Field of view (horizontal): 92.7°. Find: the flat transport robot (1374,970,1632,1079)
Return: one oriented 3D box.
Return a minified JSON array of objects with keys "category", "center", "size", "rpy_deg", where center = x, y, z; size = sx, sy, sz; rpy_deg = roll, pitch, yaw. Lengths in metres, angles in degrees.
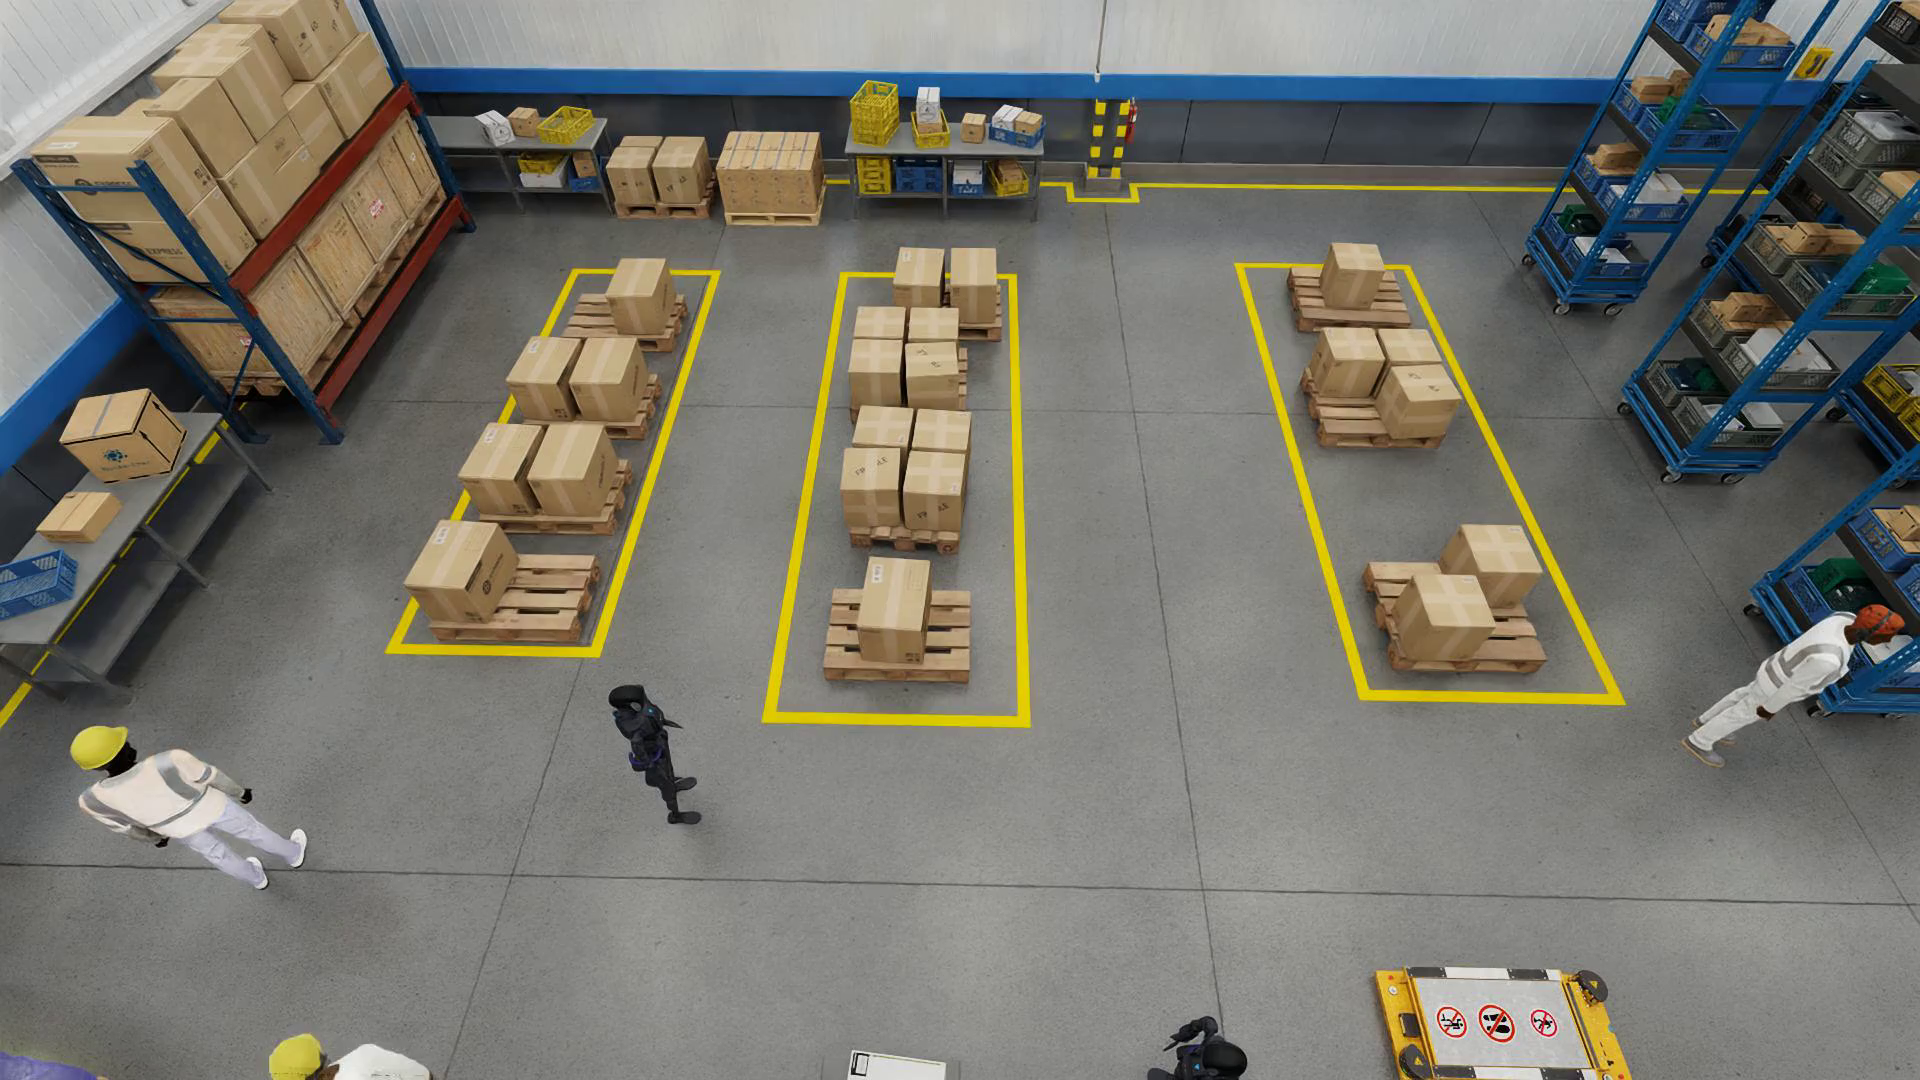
[{"category":"flat transport robot","center":[3.501,3.133,5.914],"size":[1.431,0.197,0.652],"rpy_deg":[1,51,1]}]

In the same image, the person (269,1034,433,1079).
[{"category":"person","center":[-3.164,3.115,4.991],"size":[0.549,1.743,0.579],"rpy_deg":[-36,59,-25]}]

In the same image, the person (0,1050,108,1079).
[{"category":"person","center":[-5.506,2.985,4.910],"size":[0.540,2.000,0.688],"rpy_deg":[-16,53,-13]}]

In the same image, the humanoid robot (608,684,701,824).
[{"category":"humanoid robot","center":[-2.096,1.468,6.371],"size":[0.330,1.657,0.587],"rpy_deg":[-12,52,-10]}]

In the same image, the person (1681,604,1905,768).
[{"category":"person","center":[5.930,1.039,6.601],"size":[0.346,1.882,0.574],"rpy_deg":[36,59,26]}]

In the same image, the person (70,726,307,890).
[{"category":"person","center":[-5.017,1.764,5.980],"size":[0.591,1.922,0.375],"rpy_deg":[-31,57,-23]}]

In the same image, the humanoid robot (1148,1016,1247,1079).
[{"category":"humanoid robot","center":[1.295,3.030,5.098],"size":[0.327,1.657,0.589],"rpy_deg":[1,51,1]}]
